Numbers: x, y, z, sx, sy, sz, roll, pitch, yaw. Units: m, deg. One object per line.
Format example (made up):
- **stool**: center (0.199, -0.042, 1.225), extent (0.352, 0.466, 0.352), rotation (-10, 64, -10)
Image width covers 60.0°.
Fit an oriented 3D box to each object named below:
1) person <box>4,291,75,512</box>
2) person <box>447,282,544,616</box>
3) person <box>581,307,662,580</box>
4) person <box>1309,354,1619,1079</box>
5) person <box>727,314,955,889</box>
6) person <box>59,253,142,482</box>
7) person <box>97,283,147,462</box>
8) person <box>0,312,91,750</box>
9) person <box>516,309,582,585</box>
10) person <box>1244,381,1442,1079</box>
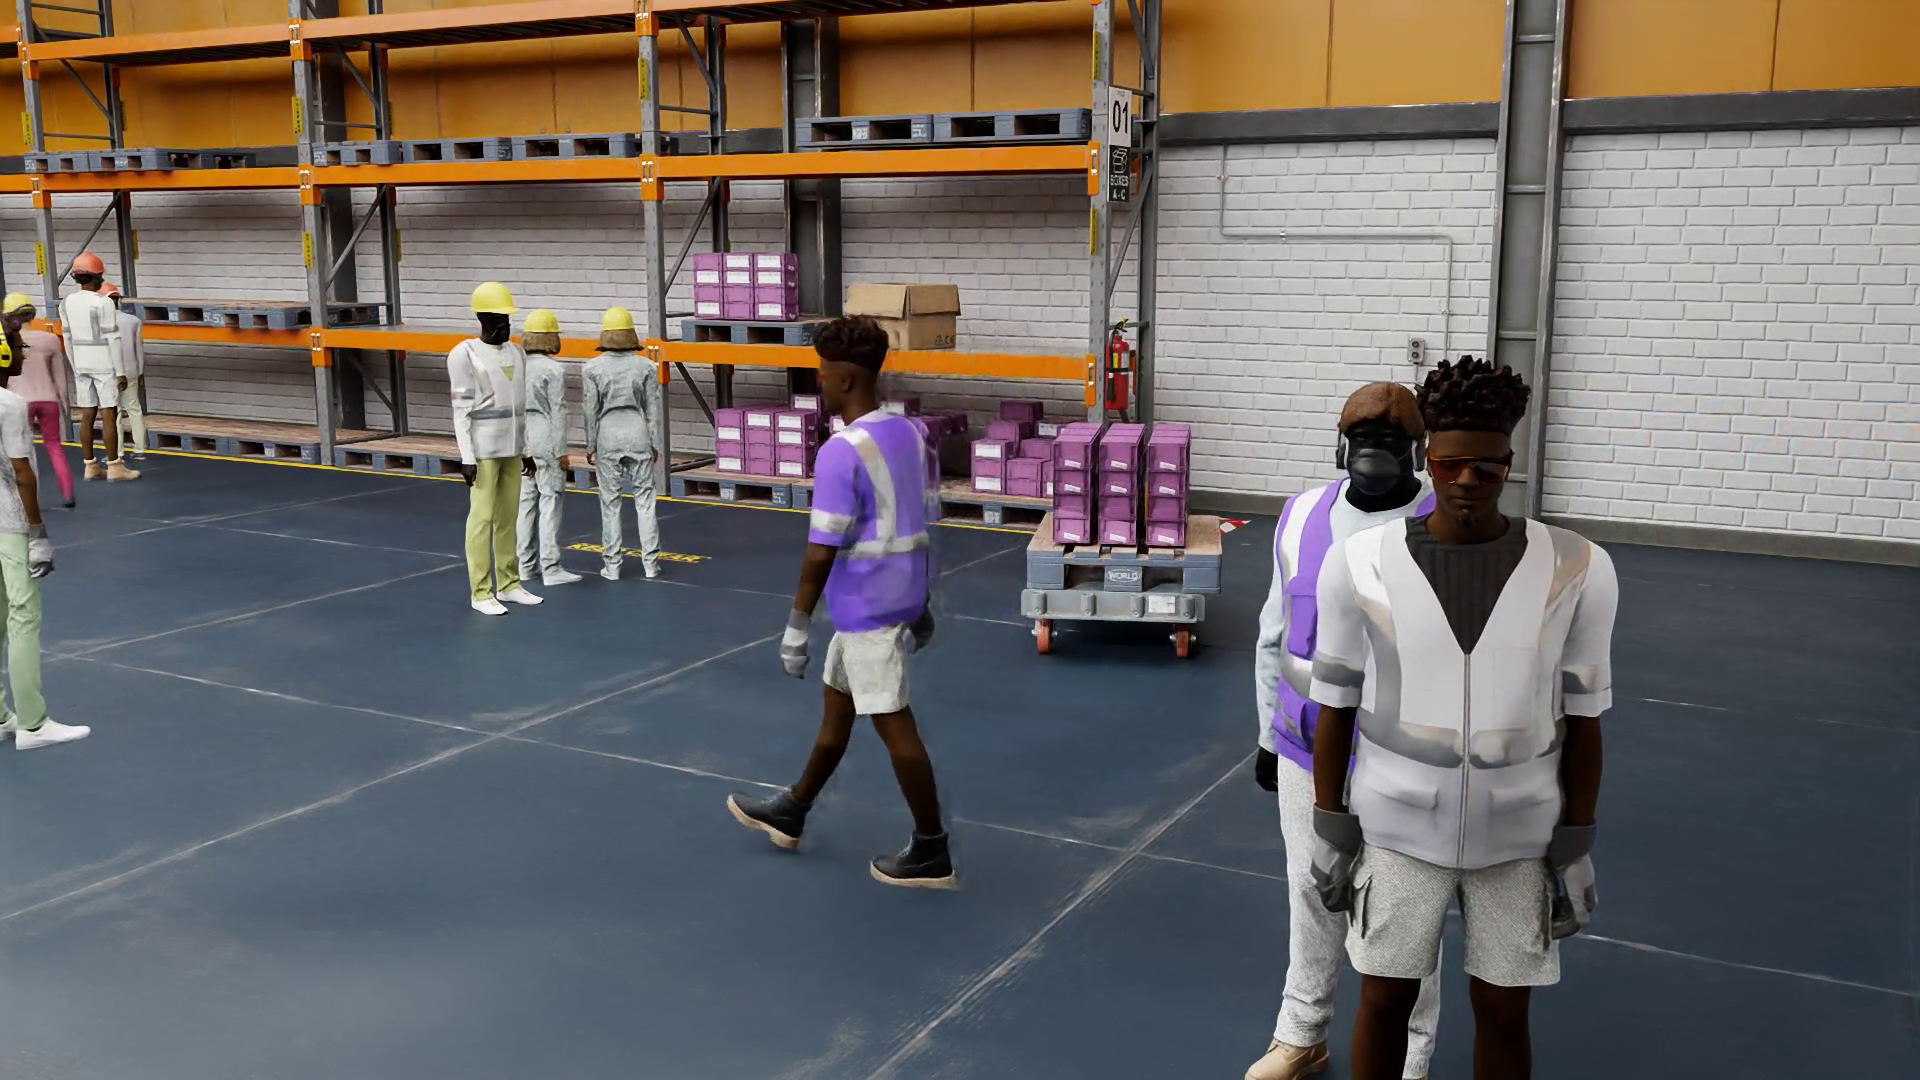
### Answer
- **person**: center (-7.388, -1.089, 13.222), extent (0.344, 1.763, 0.536), rotation (7, 13, 35)
- **person**: center (-2.704, -0.536, 9.723), extent (0.364, 1.927, 0.586), rotation (5, 11, 25)
- **person**: center (-2.166, -0.614, 10.662), extent (0.487, 1.741, 0.312), rotation (-3, 11, -16)
- **person**: center (1.025, 0.592, 3.469), extent (0.599, 1.958, 0.379), rotation (2, 11, 12)
- **person**: center (-0.426, 0.211, 5.624), extent (0.960, 1.919, 0.635), rotation (4, 11, 19)
- **person**: center (-7.718, -1.538, 14.903), extent (0.608, 2.043, 0.374), rotation (4, 11, 19)
- **person**: center (-8.228, -1.628, 16.208), extent (0.344, 1.740, 0.574), rotation (5, 12, 28)
- **person**: center (-4.090, -0.032, 7.145), extent (0.516, 1.860, 0.325), rotation (6, 12, 28)
- **person**: center (-2.628, -0.587, 10.540), extent (0.486, 1.737, 0.321), rotation (8, 13, 37)
- **person**: center (0.997, 0.529, 4.114), extent (0.631, 1.846, 0.429), rotation (8, 13, 38)
